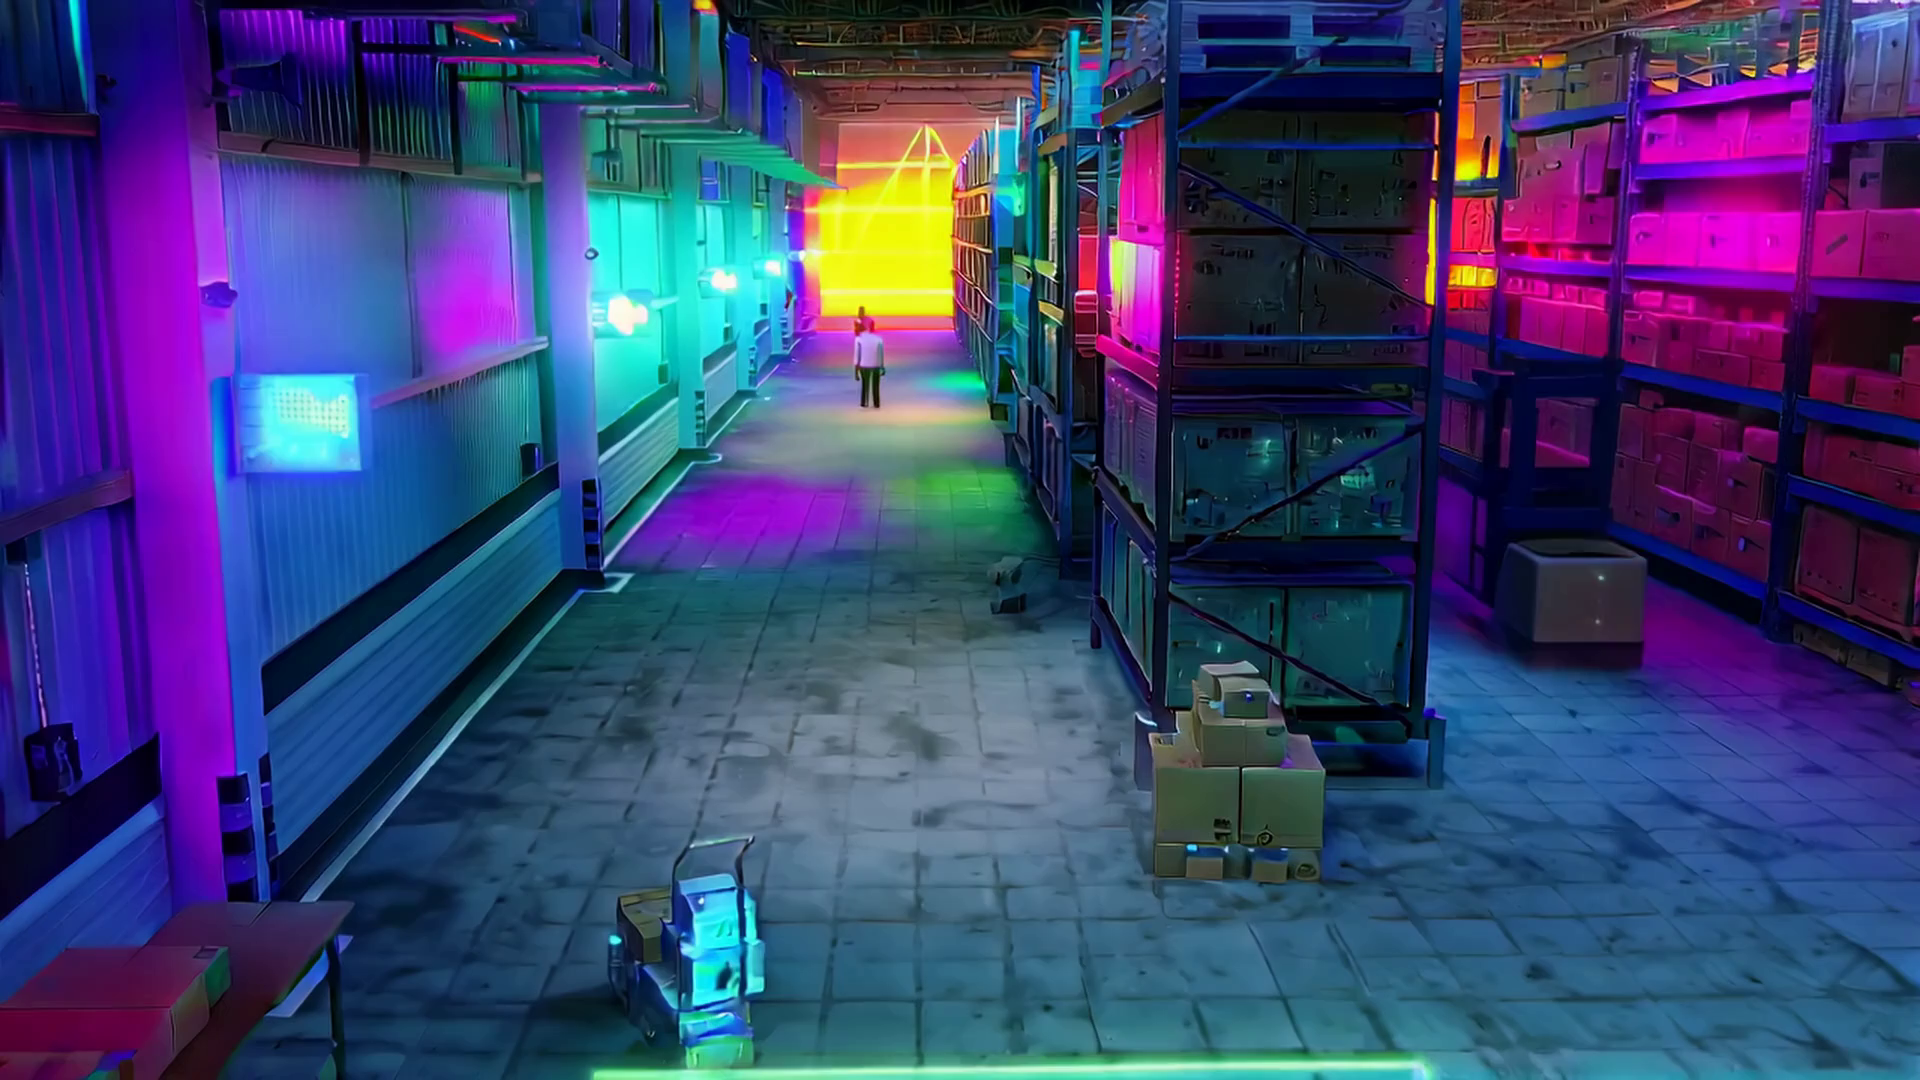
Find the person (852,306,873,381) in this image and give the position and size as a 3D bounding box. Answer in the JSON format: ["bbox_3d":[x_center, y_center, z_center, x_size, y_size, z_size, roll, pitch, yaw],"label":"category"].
[{"bbox_3d":[-2.490,-5.043,42.629,0.593,1.910,0.388,-5,12,-25],"label":"person"}]

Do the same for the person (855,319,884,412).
[{"bbox_3d":[-1.928,-3.712,35.505,0.617,1.988,0.402,0,11,1],"label":"person"}]

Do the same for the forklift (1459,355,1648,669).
[{"bbox_3d":[5.614,-0.337,15.602,1.129,2.768,1.873,0,11,-2],"label":"forklift"}]
